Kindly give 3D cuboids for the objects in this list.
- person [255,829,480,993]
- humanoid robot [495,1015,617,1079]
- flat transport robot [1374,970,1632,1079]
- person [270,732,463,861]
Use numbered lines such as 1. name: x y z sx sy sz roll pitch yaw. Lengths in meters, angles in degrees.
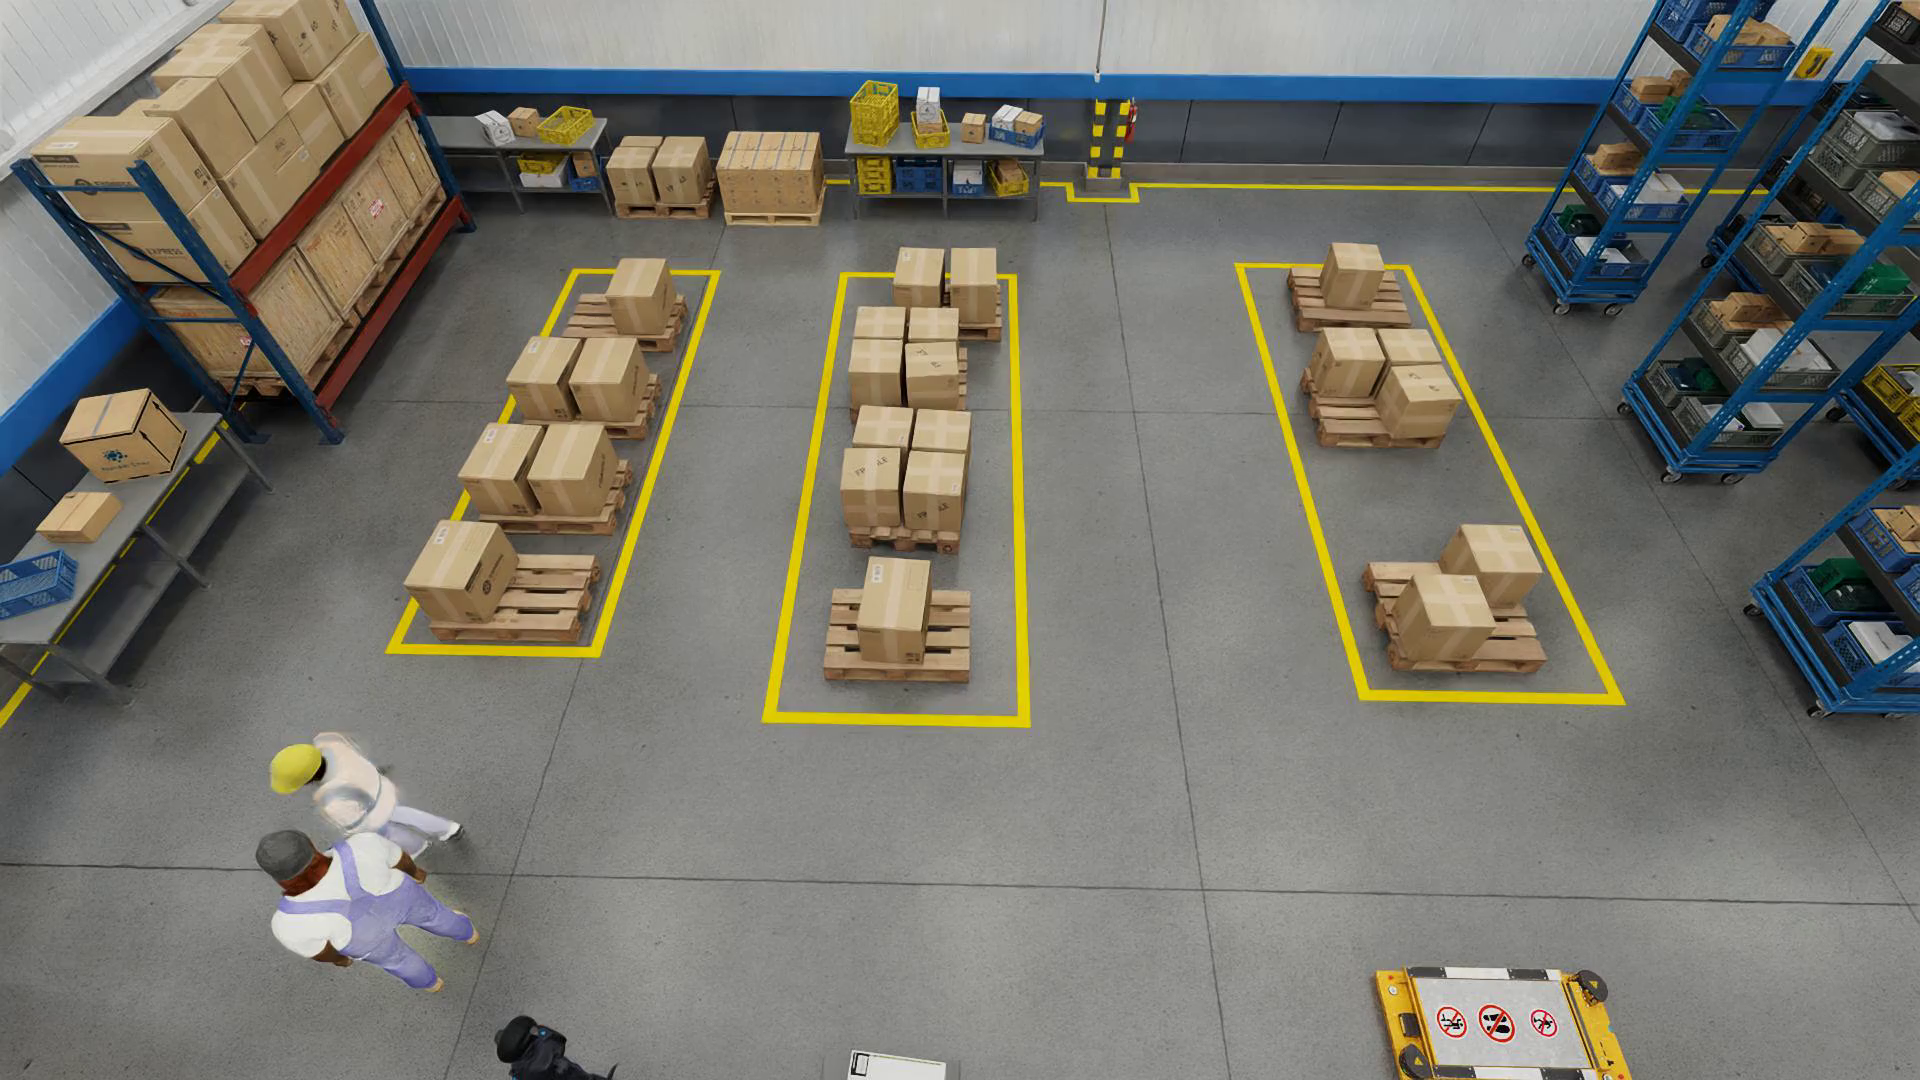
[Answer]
1. person: -3.590 2.217 5.536 0.536 2.000 0.687 22 54 17
2. humanoid robot: -2.213 3.000 5.130 0.578 1.651 0.332 17 53 13
3. flat transport robot: 3.501 3.133 5.914 1.431 0.197 0.652 1 51 1
4. person: -3.888 1.734 6.031 0.573 1.882 0.650 -18 53 -14
